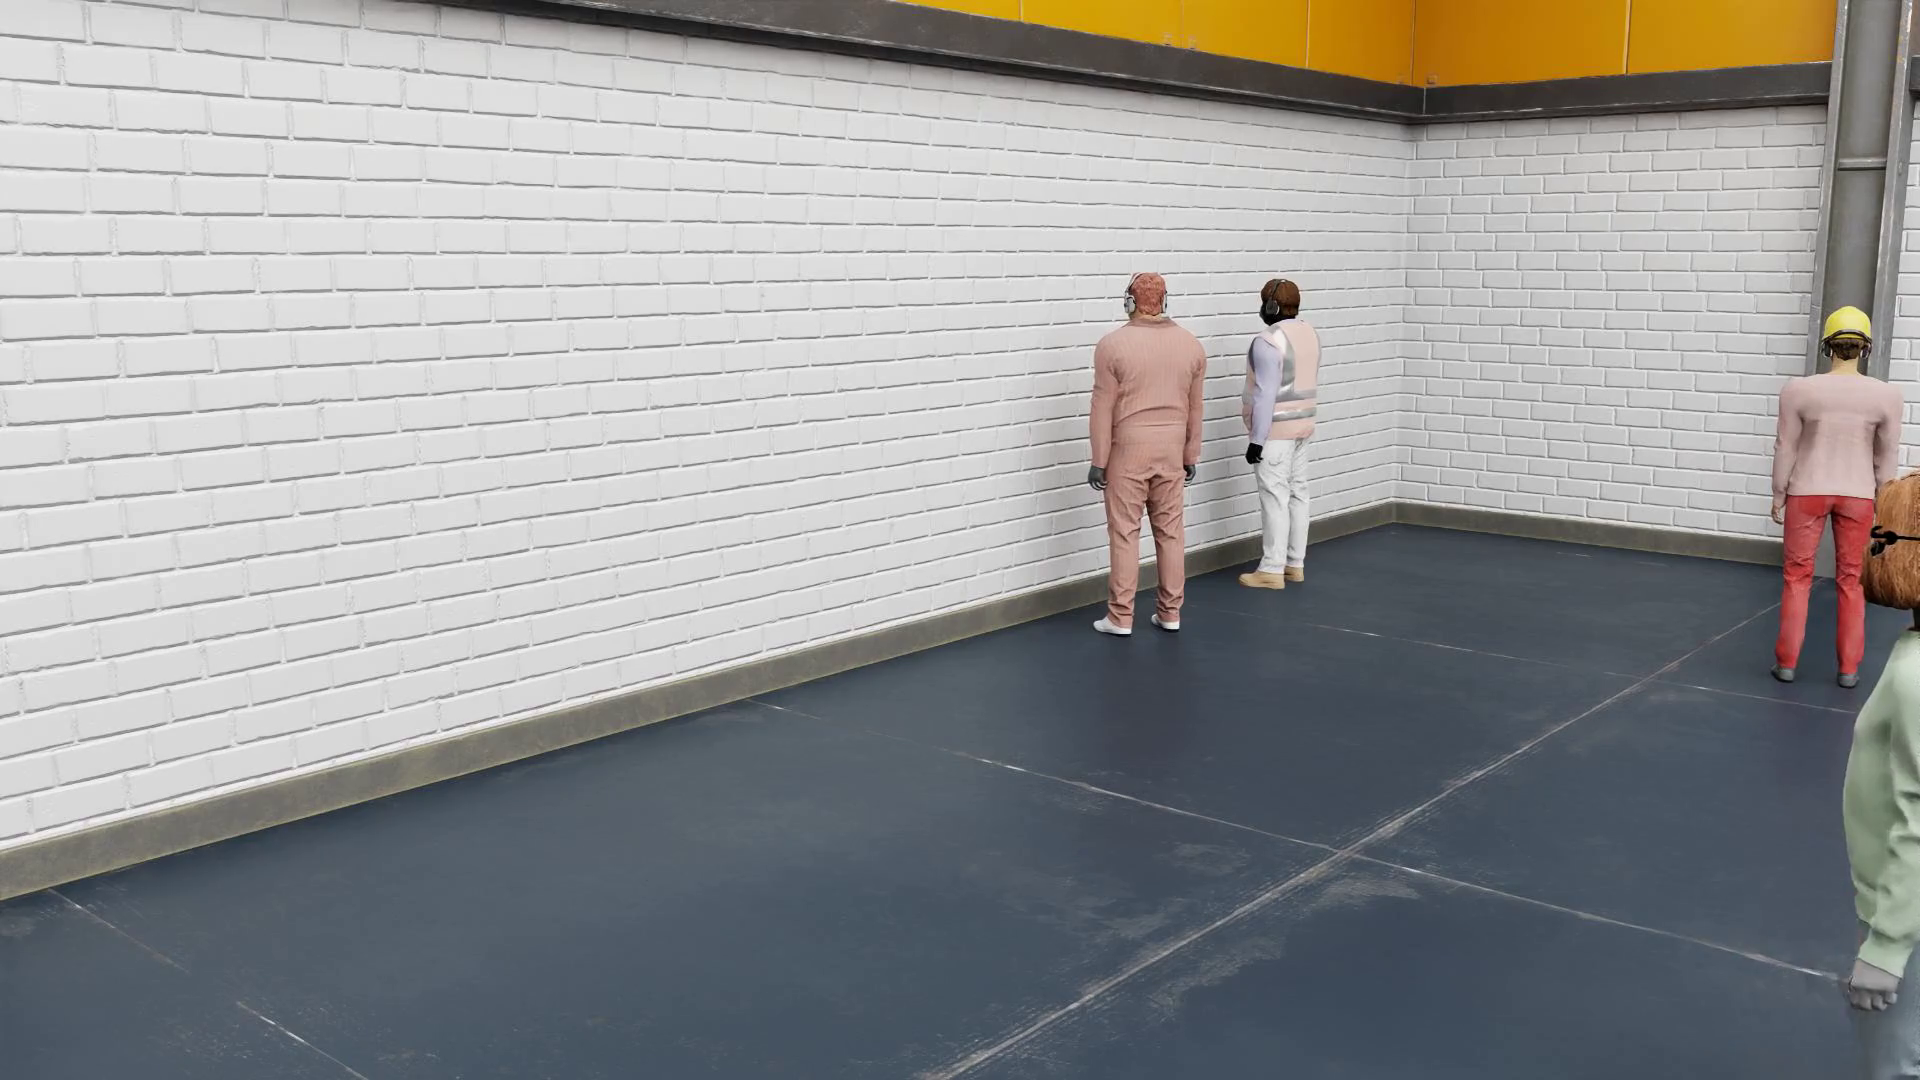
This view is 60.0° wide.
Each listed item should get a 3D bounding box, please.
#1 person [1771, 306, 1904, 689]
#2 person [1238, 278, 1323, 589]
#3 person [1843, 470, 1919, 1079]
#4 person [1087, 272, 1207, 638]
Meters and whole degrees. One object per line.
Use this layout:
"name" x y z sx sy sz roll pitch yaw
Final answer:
"person" 4.036 -0.196 7.705 0.518 1.756 0.346 3 11 19
"person" 1.896 -0.631 9.942 0.430 1.845 0.624 9 13 40
"person" 1.736 0.690 3.042 0.296 1.639 0.511 7 12 36
"person" 0.960 -0.443 8.716 0.642 1.903 0.402 -4 11 -22
